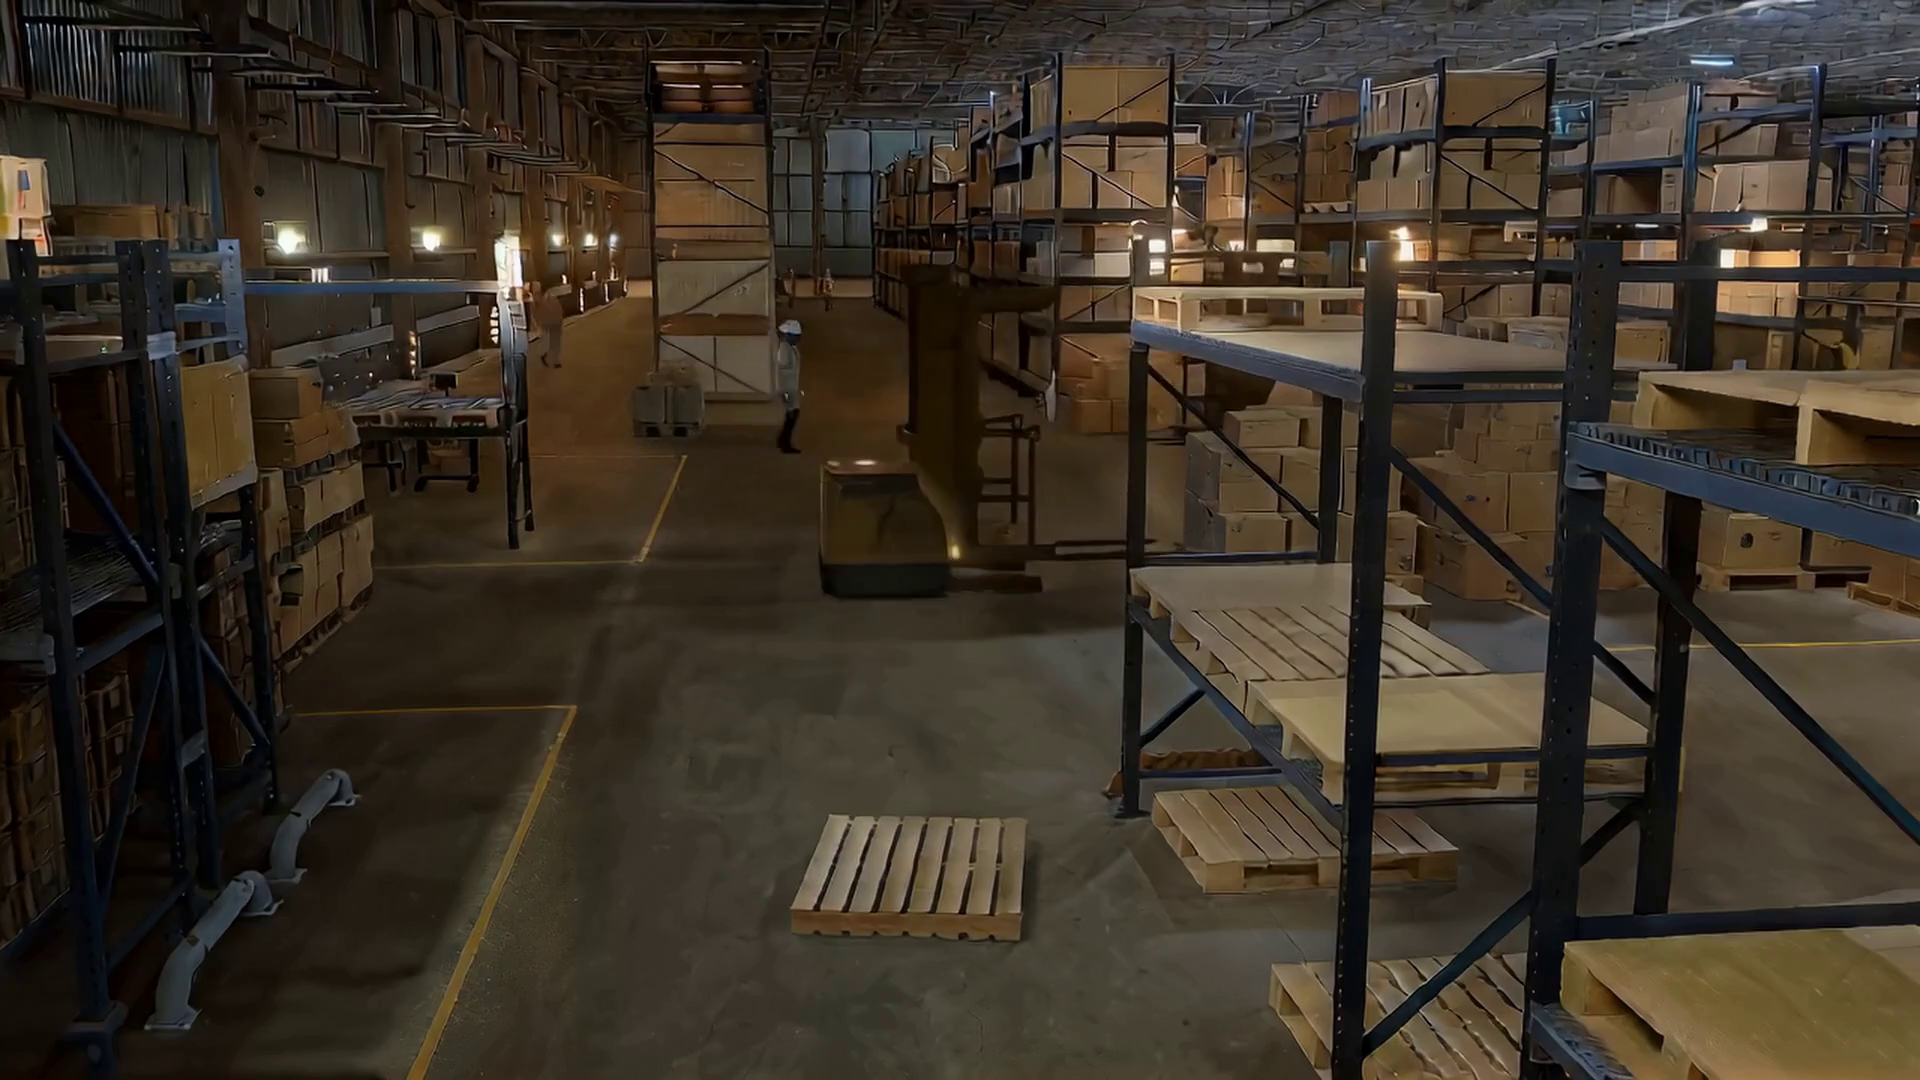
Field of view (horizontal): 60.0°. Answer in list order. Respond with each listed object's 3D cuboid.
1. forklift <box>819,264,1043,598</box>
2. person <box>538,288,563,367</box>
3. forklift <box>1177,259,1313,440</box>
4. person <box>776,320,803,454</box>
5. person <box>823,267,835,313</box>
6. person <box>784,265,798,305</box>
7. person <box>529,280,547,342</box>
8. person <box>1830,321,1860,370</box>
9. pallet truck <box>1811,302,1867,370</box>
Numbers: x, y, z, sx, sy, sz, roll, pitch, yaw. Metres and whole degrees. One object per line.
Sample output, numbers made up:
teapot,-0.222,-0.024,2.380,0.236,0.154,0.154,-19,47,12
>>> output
forklift,-0.283,-0.979,14.357,1.873,2.768,1.129,-1,10,-6
person,-9.751,-5.059,39.705,0.649,1.896,0.511,7,12,33
forklift,4.357,-2.896,24.980,1.873,2.768,1.129,-7,13,-36
person,-2.395,-2.163,23.586,0.423,1.914,0.561,3,11,14
person,-5.507,-10.507,69.922,0.552,1.879,0.884,-3,11,-14
person,-7.815,-11.800,77.125,0.648,1.869,0.741,-2,10,-10
person,-12.600,-6.847,49.782,0.560,1.837,0.387,2,10,11
person,12.611,-2.157,23.666,0.659,1.908,0.544,-6,12,-29
pallet truck,15.846,-3.142,28.793,1.885,1.965,0.823,2,10,12
